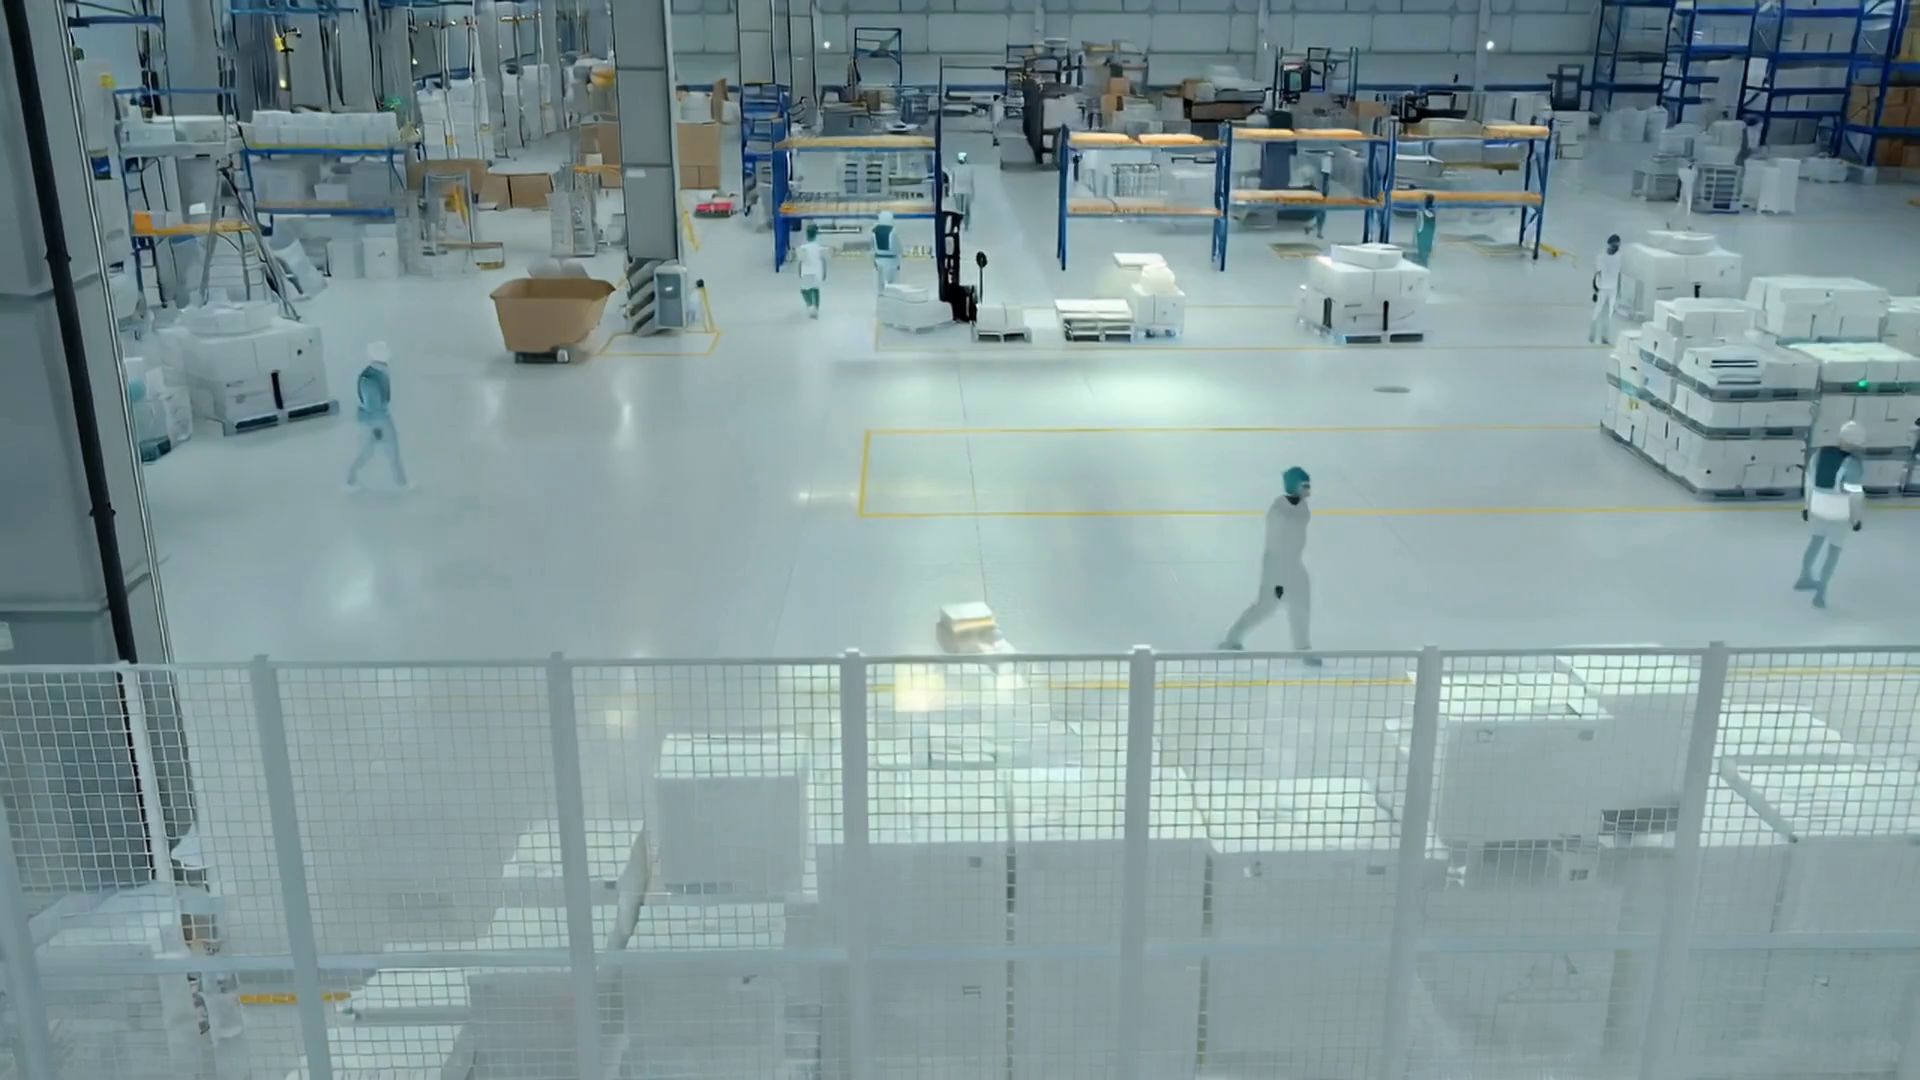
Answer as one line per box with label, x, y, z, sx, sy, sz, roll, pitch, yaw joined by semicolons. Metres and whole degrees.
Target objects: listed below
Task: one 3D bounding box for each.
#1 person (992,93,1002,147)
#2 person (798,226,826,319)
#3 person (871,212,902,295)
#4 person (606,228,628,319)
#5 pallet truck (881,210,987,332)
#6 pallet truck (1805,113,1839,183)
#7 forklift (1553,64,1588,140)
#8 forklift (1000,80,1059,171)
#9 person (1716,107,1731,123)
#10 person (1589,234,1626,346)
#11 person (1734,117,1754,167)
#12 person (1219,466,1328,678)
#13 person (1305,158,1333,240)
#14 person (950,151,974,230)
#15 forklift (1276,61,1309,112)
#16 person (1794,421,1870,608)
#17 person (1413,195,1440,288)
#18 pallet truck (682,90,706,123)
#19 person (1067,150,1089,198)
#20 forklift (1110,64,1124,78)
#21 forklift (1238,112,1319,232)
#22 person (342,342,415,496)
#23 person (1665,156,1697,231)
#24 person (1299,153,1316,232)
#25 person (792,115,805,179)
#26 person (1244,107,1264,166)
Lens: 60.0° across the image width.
person;1.372;-15.414;61.066;0.362;1.932;0.636;0;19;1
person;-2.671;-4.819;30.002;0.560;1.681;0.366;-9;20;-24
person;-1.310;-5.177;30.854;0.649;1.820;0.615;9;21;25
person;-5.923;-4.765;29.813;0.887;1.691;0.510;-4;19;-10
pallet truck;-0.493;-4.759;29.349;1.885;1.965;0.823;-13;23;-34
pallet truck;26.403;-11.957;50.702;0.823;1.965;1.885;6;19;16
forklift;23.281;-16.817;63.761;1.129;2.768;1.873;-1;19;-2
forklift;2.238;-13.269;53.236;1.873;2.768;1.129;-1;19;-2
person;28.165;-15.369;61.378;0.311;1.638;0.521;-16;24;-39
person;10.842;-4.182;27.837;0.526;1.869;0.315;-2;19;-6
person;24.230;-12.056;51.181;0.606;1.890;0.917;-16;25;-40
person;2.790;0.244;14.667;0.968;1.909;0.646;13;23;34
person;8.520;-8.038;39.235;0.466;1.903;0.580;0;19;1
person;0.041;-8.541;40.716;0.608;1.901;0.457;-3;19;-8
forklift;13.228;-17.508;65.810;1.129;2.768;1.873;-1;19;-1
person;8.525;-0.285;16.286;0.596;1.875;0.594;-8;20;-21
person;9.296;-6.017;33.366;0.511;1.819;0.901;-9;21;-26
pallet truck;-9.671;-15.907;62.421;0.823;1.965;1.885;5;19;15
person;3.216;-9.949;45.373;0.896;1.590;0.531;-1;19;-2
forklift;5.890;-16.579;63.054;1.873;2.768;1.129;4;19;12
forklift;7.784;-8.948;40.417;1.873;2.768;1.129;-1;19;-2
person;-6.966;-1.426;19.639;0.824;1.895;0.613;3;19;10
person;17.632;-8.447;40.545;0.518;1.845;0.797;-6;20;-18
person;8.463;-8.459;40.500;0.342;1.882;0.579;14;23;36
person;-5.022;-12.101;51.240;0.384;1.927;0.543;-11;21;-29
person;9.743;-13.424;55.219;0.656;1.893;0.985;2;19;6
